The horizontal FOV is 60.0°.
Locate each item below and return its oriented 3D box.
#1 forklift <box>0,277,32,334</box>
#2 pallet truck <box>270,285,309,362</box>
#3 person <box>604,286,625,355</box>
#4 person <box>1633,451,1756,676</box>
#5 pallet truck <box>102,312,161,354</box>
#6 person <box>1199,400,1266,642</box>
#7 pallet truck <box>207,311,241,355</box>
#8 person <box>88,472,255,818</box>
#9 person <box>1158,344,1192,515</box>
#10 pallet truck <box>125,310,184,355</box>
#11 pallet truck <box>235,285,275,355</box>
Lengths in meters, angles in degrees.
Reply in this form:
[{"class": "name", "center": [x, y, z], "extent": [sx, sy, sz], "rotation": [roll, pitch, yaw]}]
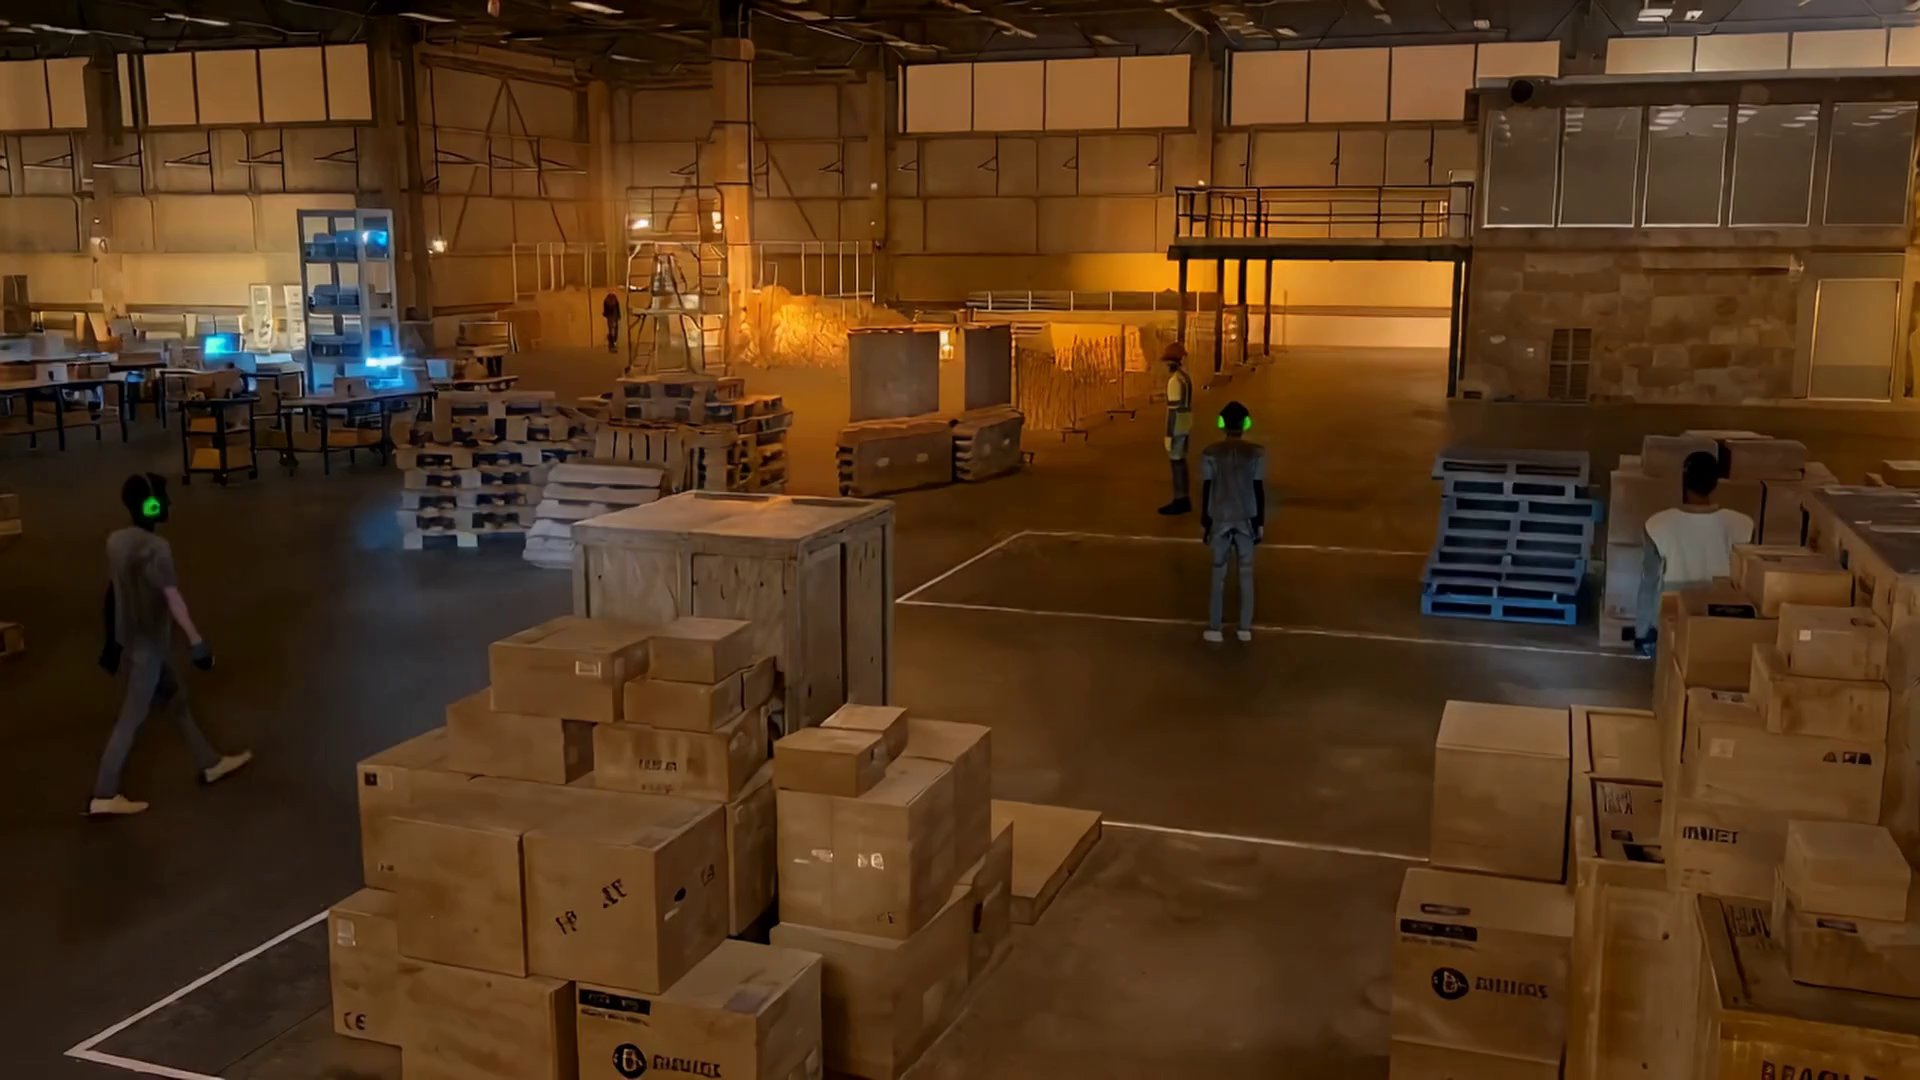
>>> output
[{"class": "forklift", "center": [-27.151, -6.329, 46.328], "extent": [1.157, 1.987, 2.680], "rotation": [3, 11, 17]}, {"class": "pallet truck", "center": [-17.147, -5.700, 43.663], "extent": [0.823, 1.965, 1.885], "rotation": [3, 11, 17]}, {"class": "person", "center": [-9.536, -6.052, 45.901], "extent": [0.409, 1.907, 0.649], "rotation": [-9, 13, -41]}, {"class": "person", "center": [4.021, 0.472, 9.126], "extent": [0.597, 1.916, 0.371], "rotation": [1, 10, 3]}, {"class": "pallet truck", "center": [-23.057, -5.777, 46.261], "extent": [0.680, 1.201, 1.601], "rotation": [3, 11, 19]}, {"class": "person", "center": [2.085, -0.137, 12.739], "extent": [0.502, 1.862, 0.328], "rotation": [1, 10, 3]}, {"class": "pallet truck", "center": [-19.537, -5.575, 44.913], "extent": [0.653, 1.274, 1.630], "rotation": [3, 11, 19]}, {"class": "person", "center": [-4.336, 0.543, 9.008], "extent": [0.505, 1.817, 0.991], "rotation": [8, 13, 38]}, {"class": "person", "center": [2.413, -1.242, 18.771], "extent": [0.399, 1.928, 0.542], "rotation": [4, 11, 22]}, {"class": "pallet truck", "center": [-22.038, -5.665, 45.457], "extent": [0.704, 1.261, 1.522], "rotation": [3, 11, 17]}, {"class": "pallet truck", "center": [-18.327, -5.835, 44.421], "extent": [0.823, 1.965, 1.885], "rotation": [4, 11, 23]}]
